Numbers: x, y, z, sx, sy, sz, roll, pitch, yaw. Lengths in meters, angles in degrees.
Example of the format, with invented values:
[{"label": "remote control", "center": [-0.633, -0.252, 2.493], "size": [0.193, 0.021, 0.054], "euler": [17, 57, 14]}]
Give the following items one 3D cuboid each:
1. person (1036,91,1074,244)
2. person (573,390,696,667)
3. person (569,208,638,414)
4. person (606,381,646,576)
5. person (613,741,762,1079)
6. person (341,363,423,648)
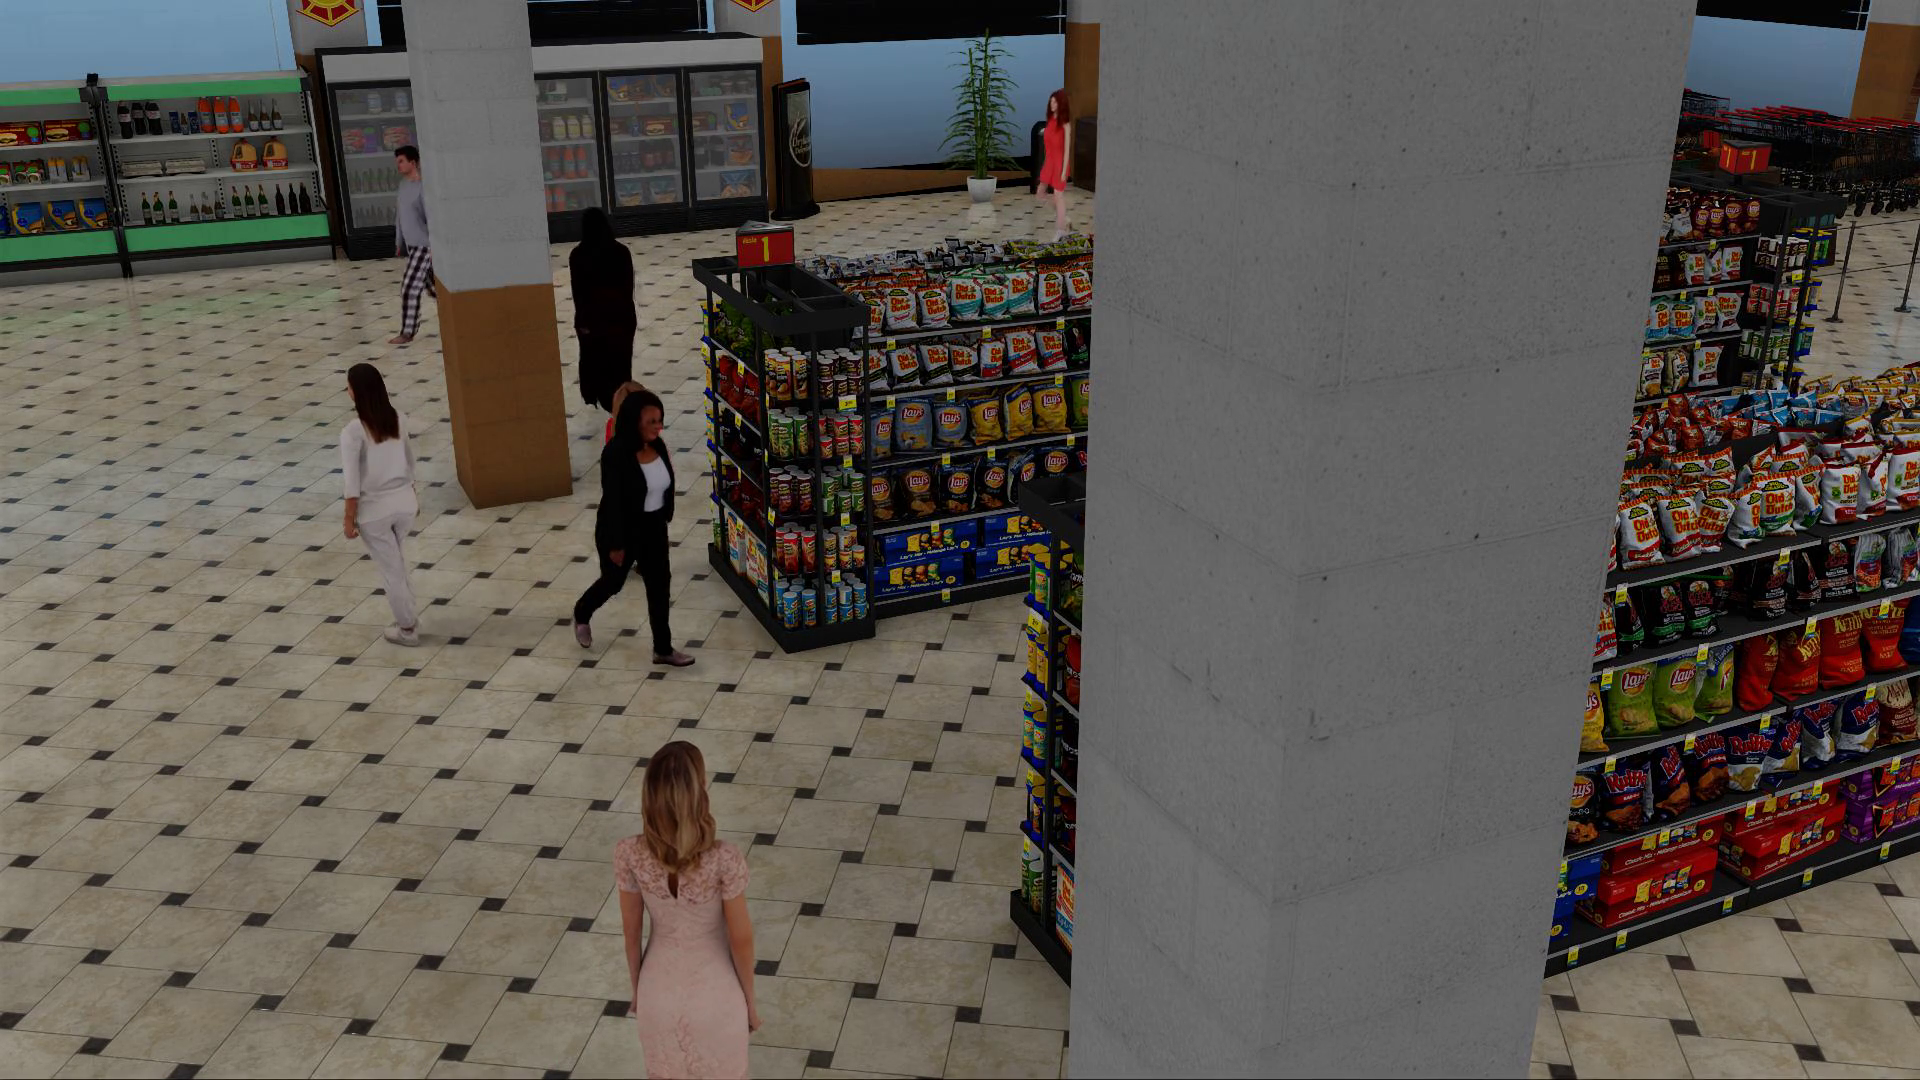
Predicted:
[{"label": "person", "center": [1.221, -4.410, 19.767], "size": [0.722, 1.813, 0.659], "euler": [-13, 26, -30]}, {"label": "person", "center": [-1.884, -0.055, 9.254], "size": [1.120, 1.570, 1.120], "euler": [12, 25, 28]}, {"label": "person", "center": [-2.785, -1.726, 13.202], "size": [0.989, 1.727, 0.789], "euler": [-7, 23, -17]}, {"label": "person", "center": [-2.045, -0.349, 10.392], "size": [0.615, 1.267, 0.685], "euler": [2, 22, 6]}, {"label": "person", "center": [-0.839, 1.448, 5.166], "size": [0.618, 1.829, 0.710], "euler": [3, 22, 9]}, {"label": "person", "center": [-3.192, -0.173, 9.398], "size": [0.789, 1.683, 0.707], "euler": [11, 25, 26]}]
